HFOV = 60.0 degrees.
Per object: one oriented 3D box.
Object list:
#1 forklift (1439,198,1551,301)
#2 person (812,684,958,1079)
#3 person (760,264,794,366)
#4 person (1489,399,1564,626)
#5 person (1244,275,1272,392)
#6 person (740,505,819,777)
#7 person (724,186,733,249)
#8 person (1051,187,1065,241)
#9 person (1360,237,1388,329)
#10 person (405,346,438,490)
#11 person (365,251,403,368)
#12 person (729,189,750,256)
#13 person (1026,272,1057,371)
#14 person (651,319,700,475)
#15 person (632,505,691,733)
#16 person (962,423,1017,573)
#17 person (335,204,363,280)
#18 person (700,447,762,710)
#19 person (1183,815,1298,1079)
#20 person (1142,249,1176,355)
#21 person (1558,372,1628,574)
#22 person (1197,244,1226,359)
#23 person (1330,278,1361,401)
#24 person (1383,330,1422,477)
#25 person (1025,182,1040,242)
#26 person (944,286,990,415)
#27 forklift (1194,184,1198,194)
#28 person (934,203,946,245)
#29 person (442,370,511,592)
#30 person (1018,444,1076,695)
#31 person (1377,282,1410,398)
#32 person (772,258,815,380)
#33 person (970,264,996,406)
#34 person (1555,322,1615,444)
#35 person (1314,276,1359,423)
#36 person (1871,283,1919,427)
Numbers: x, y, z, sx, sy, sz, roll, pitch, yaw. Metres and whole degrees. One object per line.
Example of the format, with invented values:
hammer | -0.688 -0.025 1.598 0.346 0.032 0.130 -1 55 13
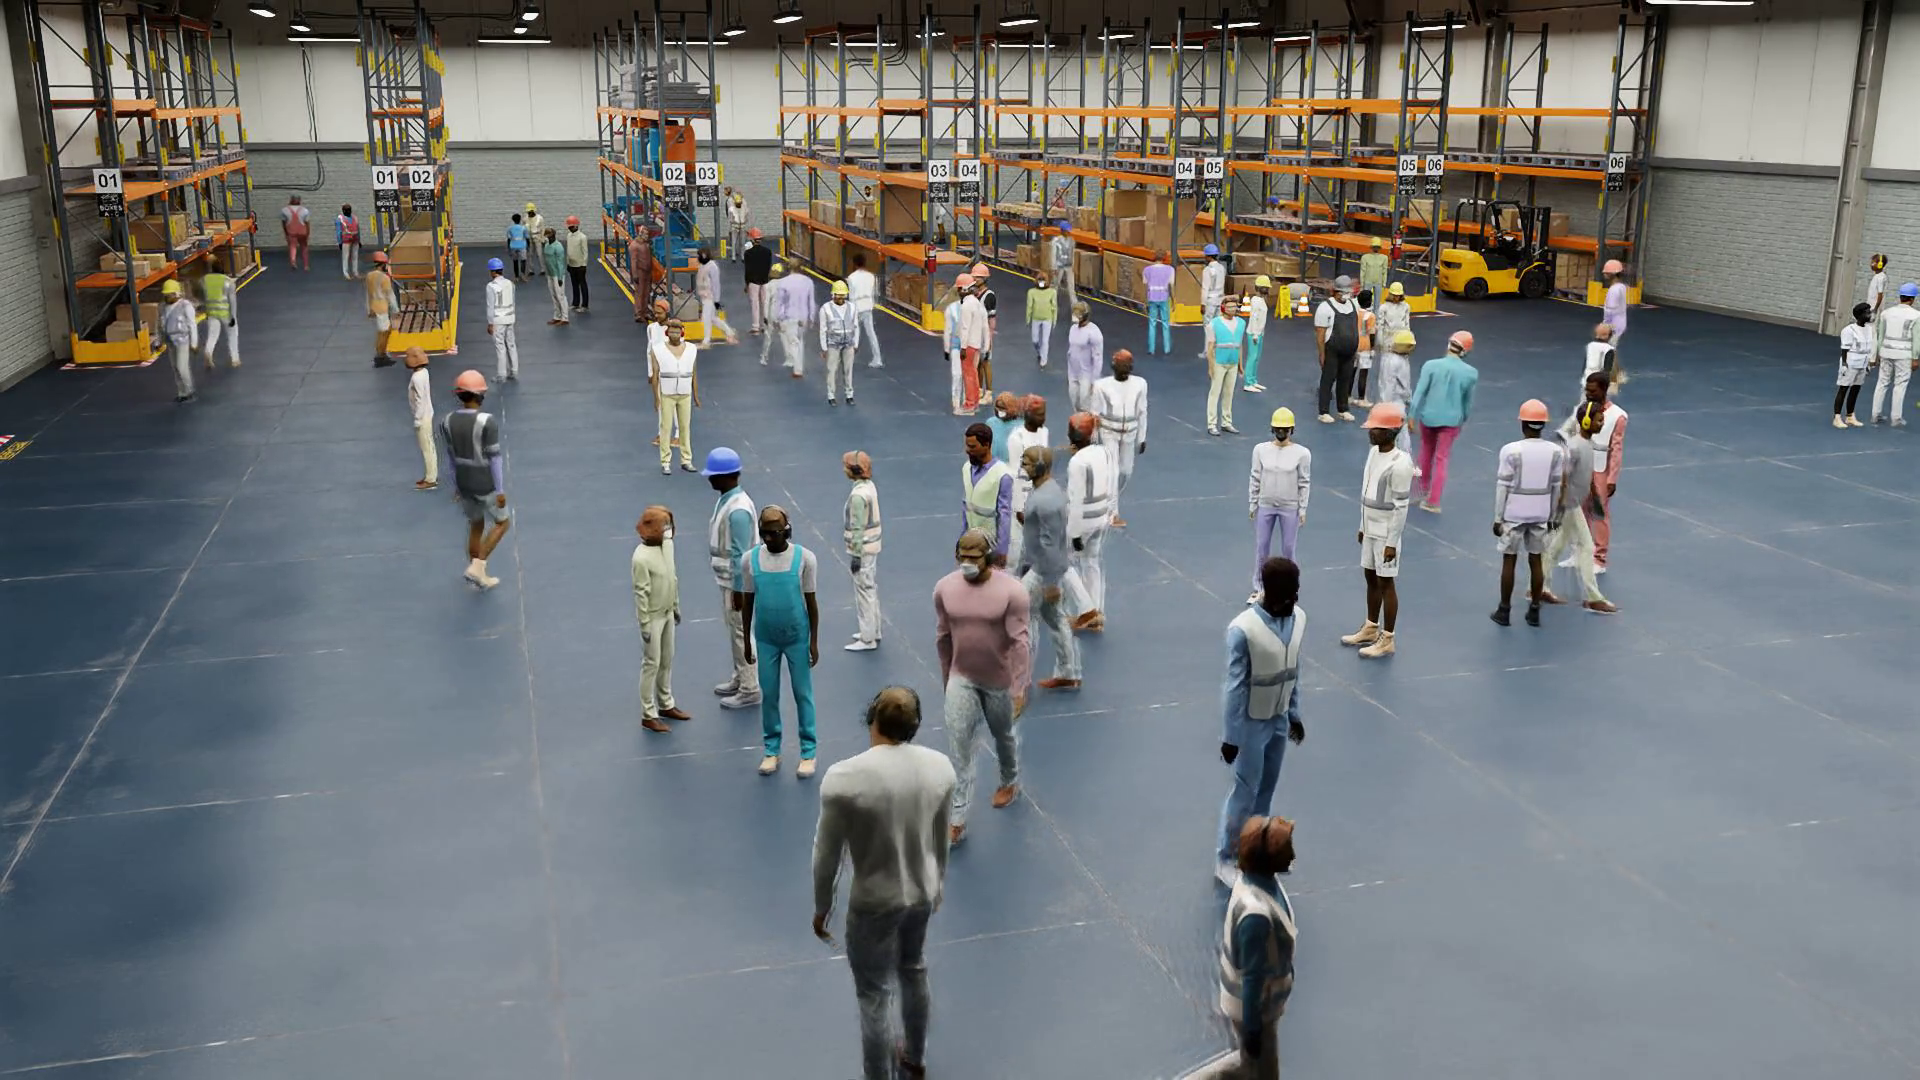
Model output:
forklift | 11.913 -6.508 37.130 2.313 2.155 1.214 -4 15 -15
person | -0.306 1.578 7.267 0.679 1.902 0.439 -11 18 -34
person | -3.044 -3.737 27.679 0.501 1.689 0.786 -10 18 -34
person | 4.758 -0.224 14.005 0.551 1.928 0.395 -1 15 -3
person | 4.536 -3.137 25.289 0.343 1.761 0.528 6 16 21
person | -1.175 0.655 10.878 0.514 1.835 0.358 1 15 5
person | -6.782 -9.508 49.108 0.350 1.839 0.504 -2 15 -6
person | 2.819 -9.095 47.424 0.410 1.906 0.642 4 15 15
person | 7.971 -4.946 32.080 0.529 1.768 0.323 1 15 3
person | -6.144 -1.393 18.959 0.284 1.633 0.497 -3 15 -10
person | -9.538 -3.815 27.549 0.540 1.906 0.593 14 20 42
person | -6.228 -8.988 47.056 0.653 1.880 0.733 11 18 35
person | 1.346 -3.597 27.271 0.515 1.617 0.456 2 15 8
person | -3.374 -1.705 19.740 0.563 1.838 0.388 -8 17 -27
person | -2.117 0.544 11.689 0.291 1.625 0.506 5 16 18
person | 0.217 0.006 13.183 0.403 1.908 0.594 -10 18 -33
person | -14.976 -7.310 40.830 0.429 1.840 0.637 11 18 35
person | -1.658 0.269 12.133 0.420 1.937 0.607 -4 15 -15
person | 1.134 1.859 6.738 0.566 1.627 0.515 4 15 14
person | 3.428 -4.097 28.749 0.621 1.834 0.466 6 16 22
person | 5.944 -0.634 15.582 0.402 1.910 0.598 -7 16 -24
person | 4.306 -4.081 28.498 0.422 1.938 0.625 12 19 39
person | 5.642 -2.889 24.215 0.420 1.827 0.586 -8 17 -26
person | 5.239 -1.596 19.539 0.809 1.709 0.497 8 17 27
person | 2.244 -10.183 51.620 0.524 1.856 0.341 6 16 21
person | 0.111 -2.676 23.426 0.645 1.816 0.587 -3 15 -12
forklift | 7.392 -11.333 53.972 1.873 2.768 1.129 -4 15 -15
person | -0.633 -9.981 50.724 0.385 1.930 0.539 3 15 10
person | -4.312 -0.508 14.879 0.630 2.024 0.450 8 17 27
person | 0.507 0.231 12.317 0.833 1.906 0.672 1 15 2
person | 6.426 -2.955 24.652 0.494 1.729 0.324 -2 15 -9
person | -2.671 -3.513 26.413 0.654 1.911 0.793 -11 19 -36
person | 0.286 -2.983 24.149 0.357 2.047 0.615 -8 17 -27
person | 8.030 -1.970 21.199 0.733 1.599 0.553 -6 16 -21
person | 5.207 -2.629 22.828 0.686 2.000 0.535 -8 17 -28
person | 12.764 -2.517 22.617 0.411 1.939 0.599 -7 16 -24
